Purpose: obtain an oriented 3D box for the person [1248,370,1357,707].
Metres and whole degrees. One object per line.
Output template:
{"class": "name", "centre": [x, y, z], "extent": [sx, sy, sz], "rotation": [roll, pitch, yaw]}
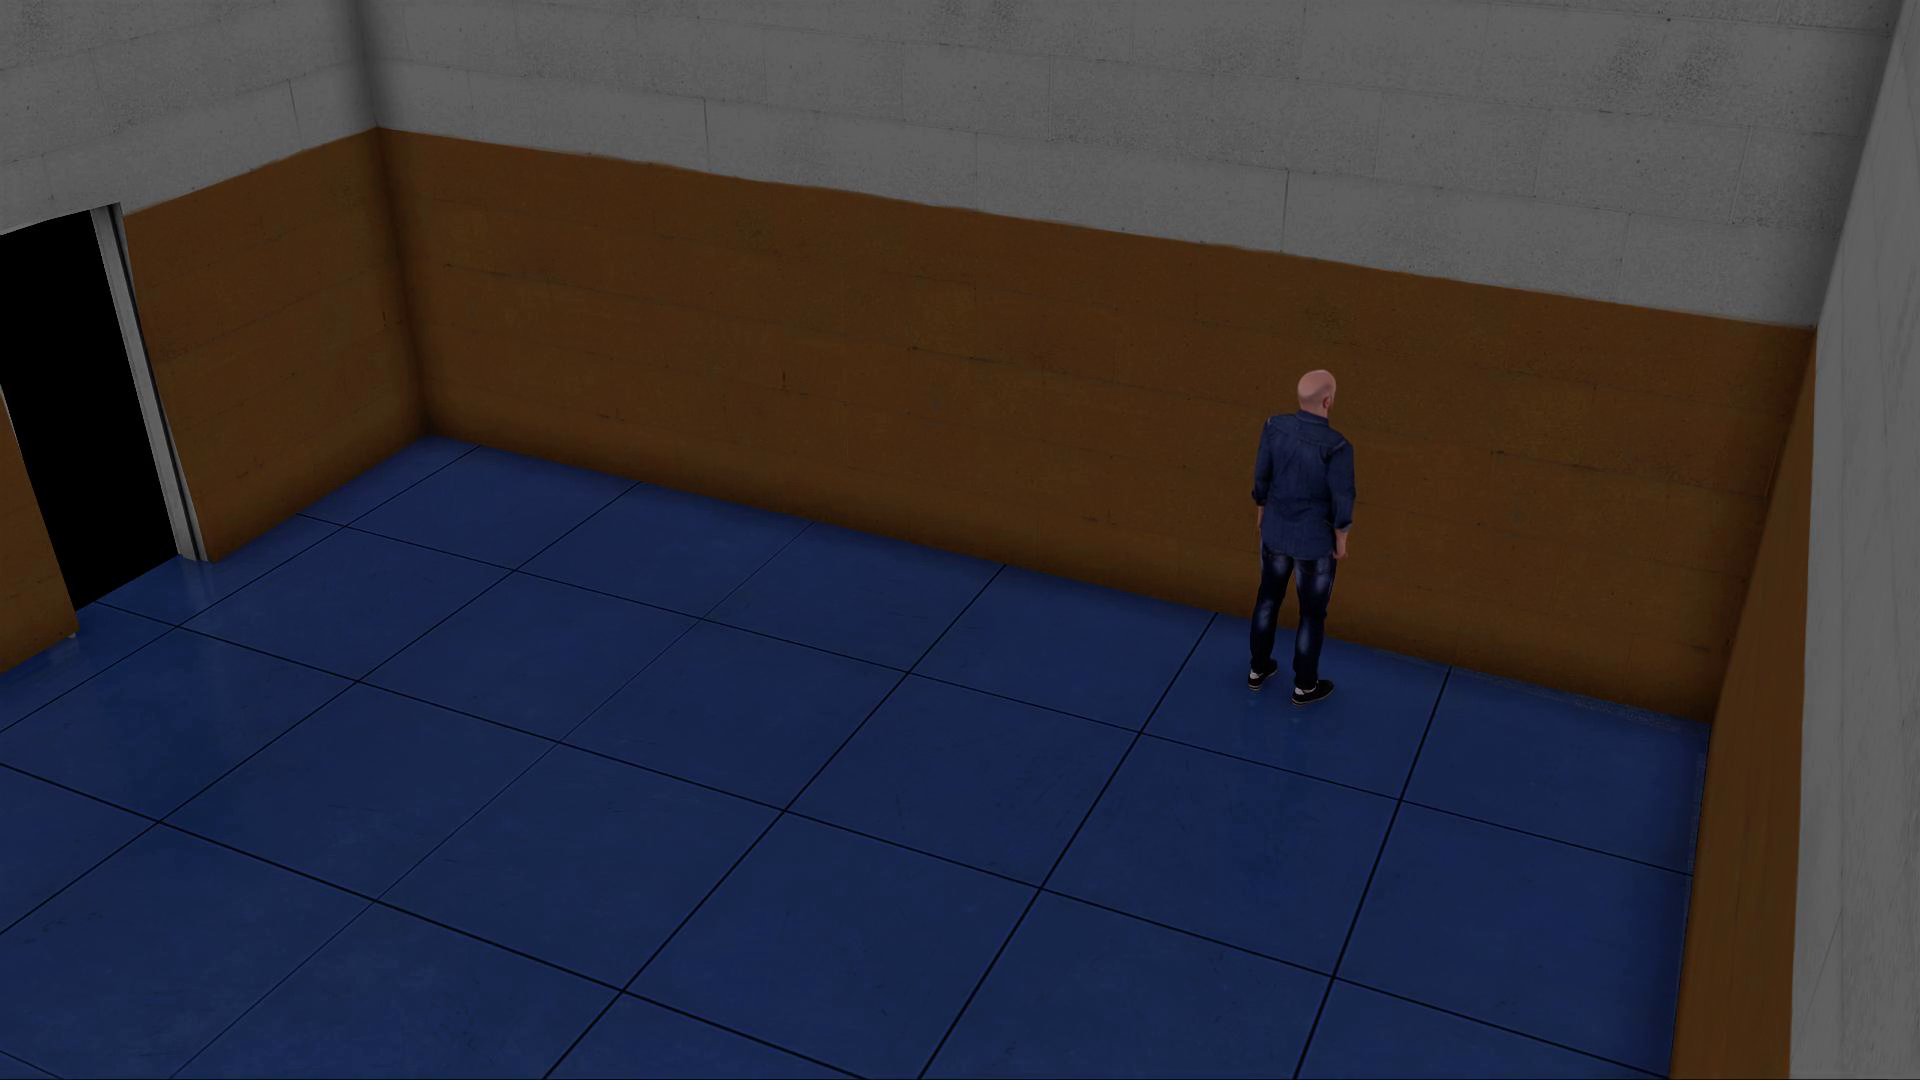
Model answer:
{"class": "person", "centre": [1.738, -0.015, 8.504], "extent": [0.628, 1.824, 0.838], "rotation": [22, 36, 35]}
